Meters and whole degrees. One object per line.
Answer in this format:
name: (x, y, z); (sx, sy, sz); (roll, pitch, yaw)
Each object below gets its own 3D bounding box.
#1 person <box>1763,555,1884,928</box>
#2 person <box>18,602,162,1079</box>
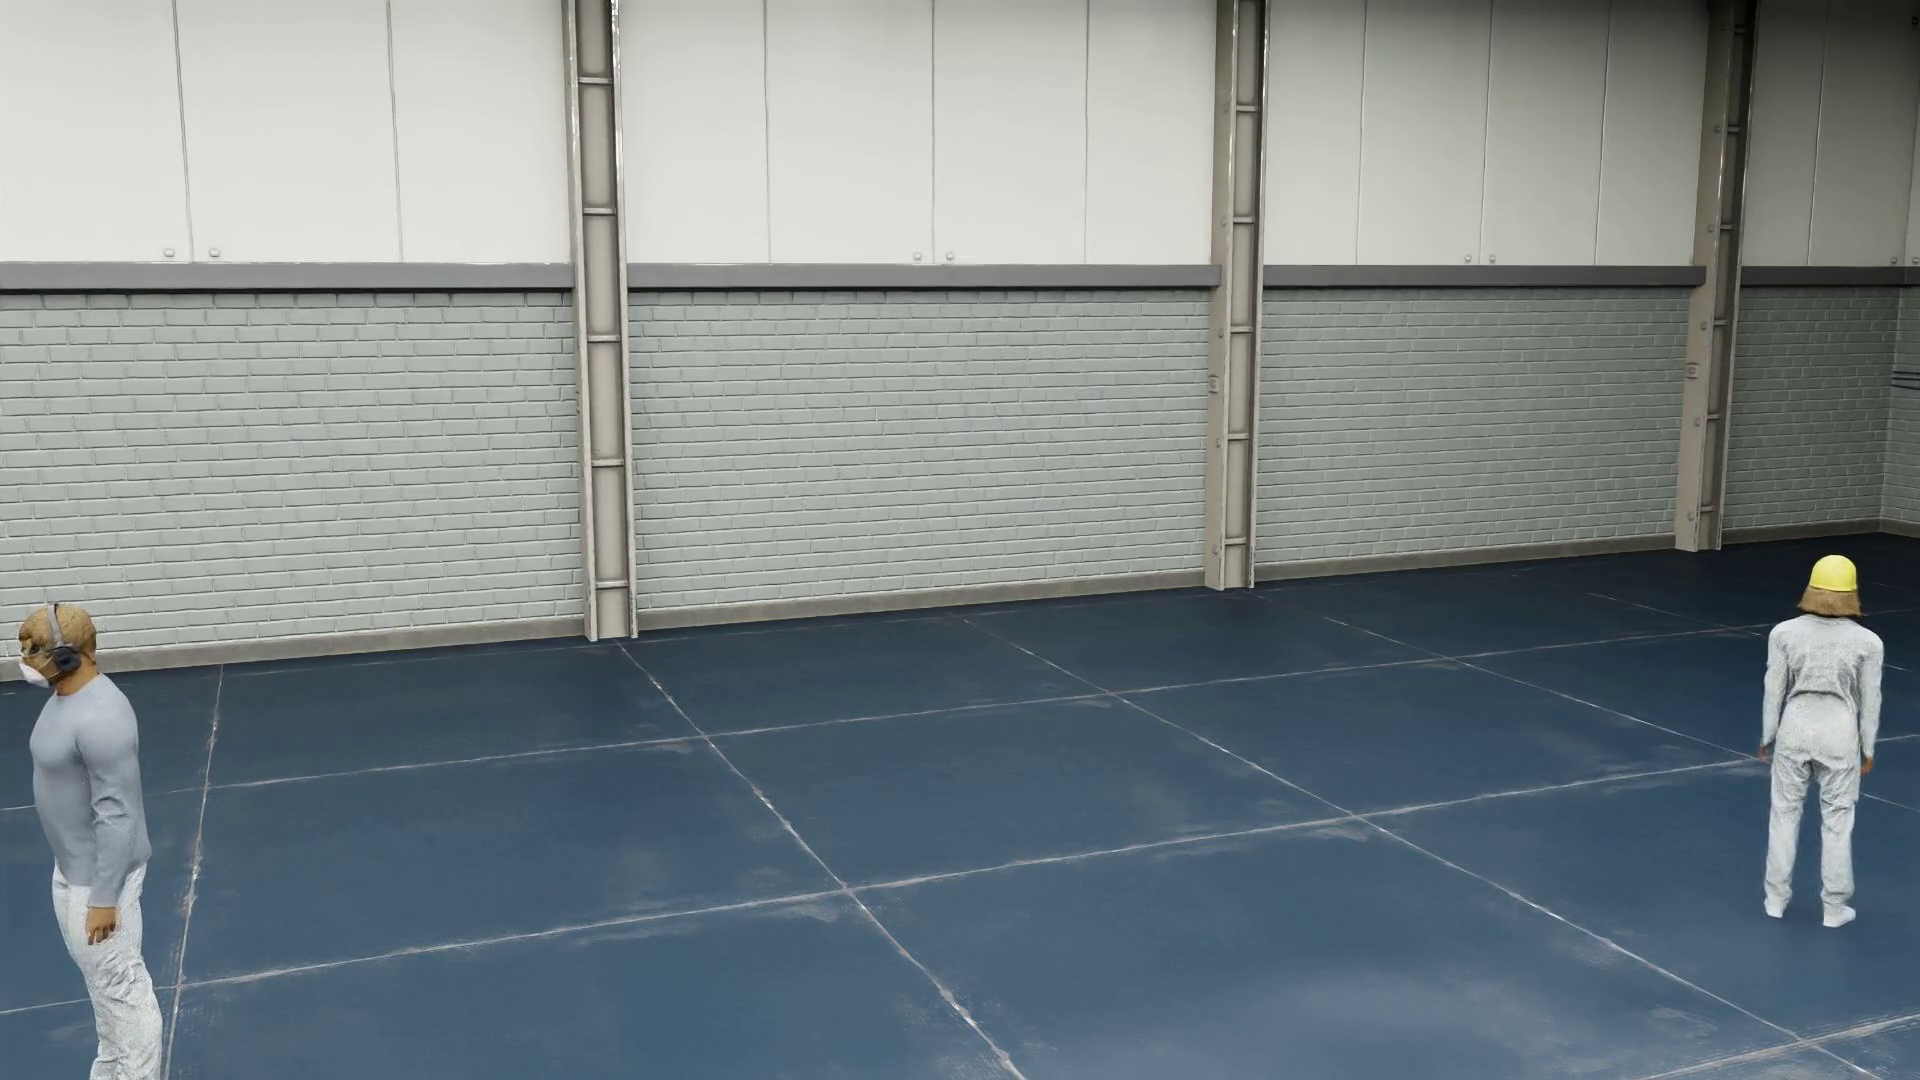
person: (4.026, 0.933, 7.789); (0.489, 1.742, 0.321); (7, 11, 35)
person: (-3.012, 1.160, 5.772); (0.370, 1.934, 0.627); (-7, 11, -38)
